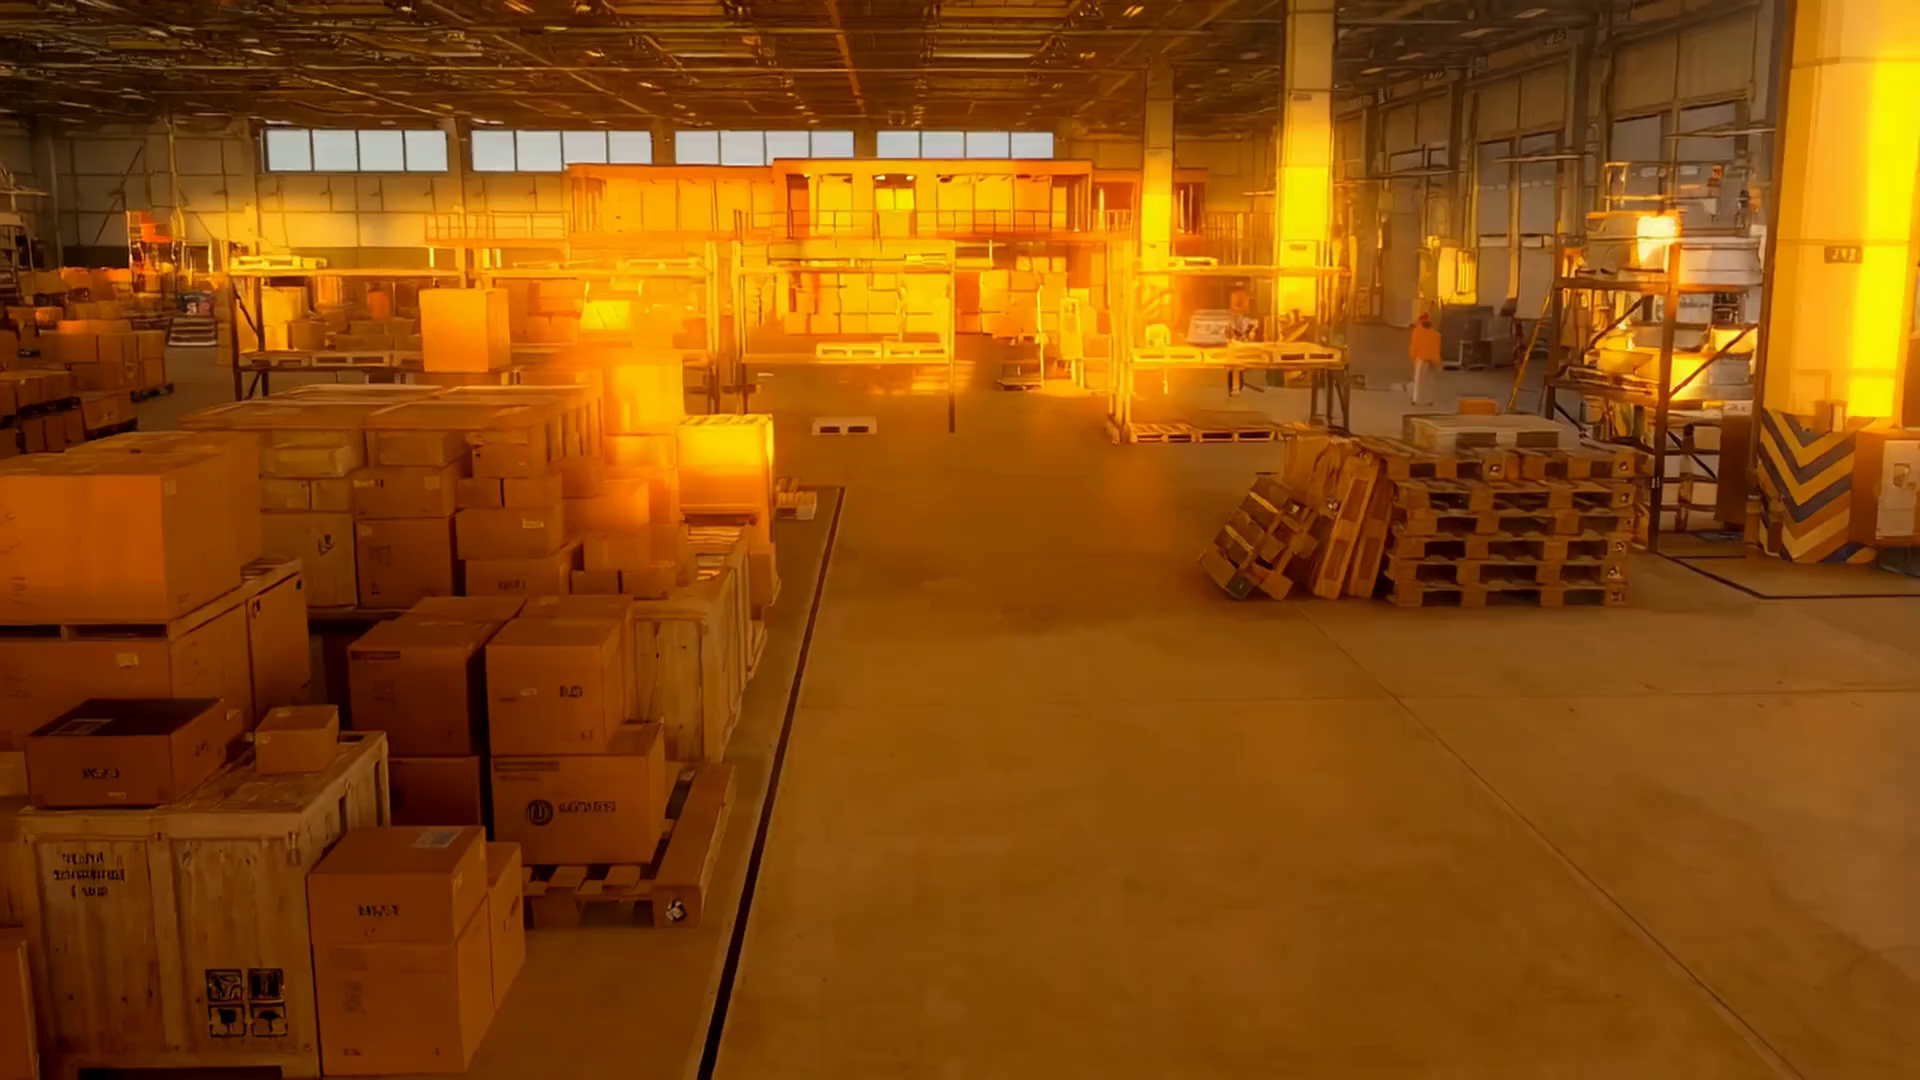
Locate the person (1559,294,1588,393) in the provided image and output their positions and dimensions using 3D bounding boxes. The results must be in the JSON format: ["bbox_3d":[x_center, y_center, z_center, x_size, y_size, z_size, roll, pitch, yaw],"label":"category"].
[{"bbox_3d":[12.341,-3.934,33.407,0.608,1.987,0.399,1,10,5],"label":"person"}]

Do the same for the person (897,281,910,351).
[{"bbox_3d":[-1.567,-6.230,46.341,0.363,1.928,0.587,1,10,6],"label":"person"}]

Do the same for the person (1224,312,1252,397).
[{"bbox_3d":[5.457,-3.644,32.696,0.549,1.640,0.881,2,10,11],"label":"person"}]

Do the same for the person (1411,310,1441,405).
[{"bbox_3d":[8.694,-3.402,31.043,0.533,1.765,0.330,4,11,21],"label":"person"}]

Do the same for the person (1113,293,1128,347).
[{"bbox_3d":[3.553,-4.523,36.871,0.414,1.916,0.587,8,13,39],"label":"person"}]

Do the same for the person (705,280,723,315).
[{"bbox_3d":[-7.771,-7.331,52.813,0.877,1.818,0.645,8,13,39],"label":"person"}]

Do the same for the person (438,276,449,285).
[{"bbox_3d":[-19.169,-9.003,62.013,0.585,1.854,0.905,2,10,9],"label":"person"}]

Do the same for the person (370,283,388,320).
[{"bbox_3d":[-14.913,-5.635,42.893,0.709,1.974,0.508,6,12,32],"label":"person"}]

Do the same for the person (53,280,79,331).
[{"bbox_3d":[-23.294,-5.759,43.405,0.539,2.000,0.689,-1,10,-5],"label":"person"}]

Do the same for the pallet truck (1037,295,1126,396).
[{"bbox_3d":[2.483,-3.881,33.060,1.885,1.965,0.823,-7,13,-36],"label":"pallet truck"}]

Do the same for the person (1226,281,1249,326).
[{"bbox_3d":[8.060,-6.574,48.374,1.018,1.891,0.634,-10,14,-44],"label":"person"}]

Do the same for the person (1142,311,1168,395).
[{"bbox_3d":[3.899,-3.725,33.147,0.494,1.644,1.010,-2,10,-9],"label":"person"}]

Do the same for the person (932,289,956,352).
[{"bbox_3d":[-0.358,-5.290,41.281,0.693,1.863,1.006,4,11,19],"label":"person"}]
